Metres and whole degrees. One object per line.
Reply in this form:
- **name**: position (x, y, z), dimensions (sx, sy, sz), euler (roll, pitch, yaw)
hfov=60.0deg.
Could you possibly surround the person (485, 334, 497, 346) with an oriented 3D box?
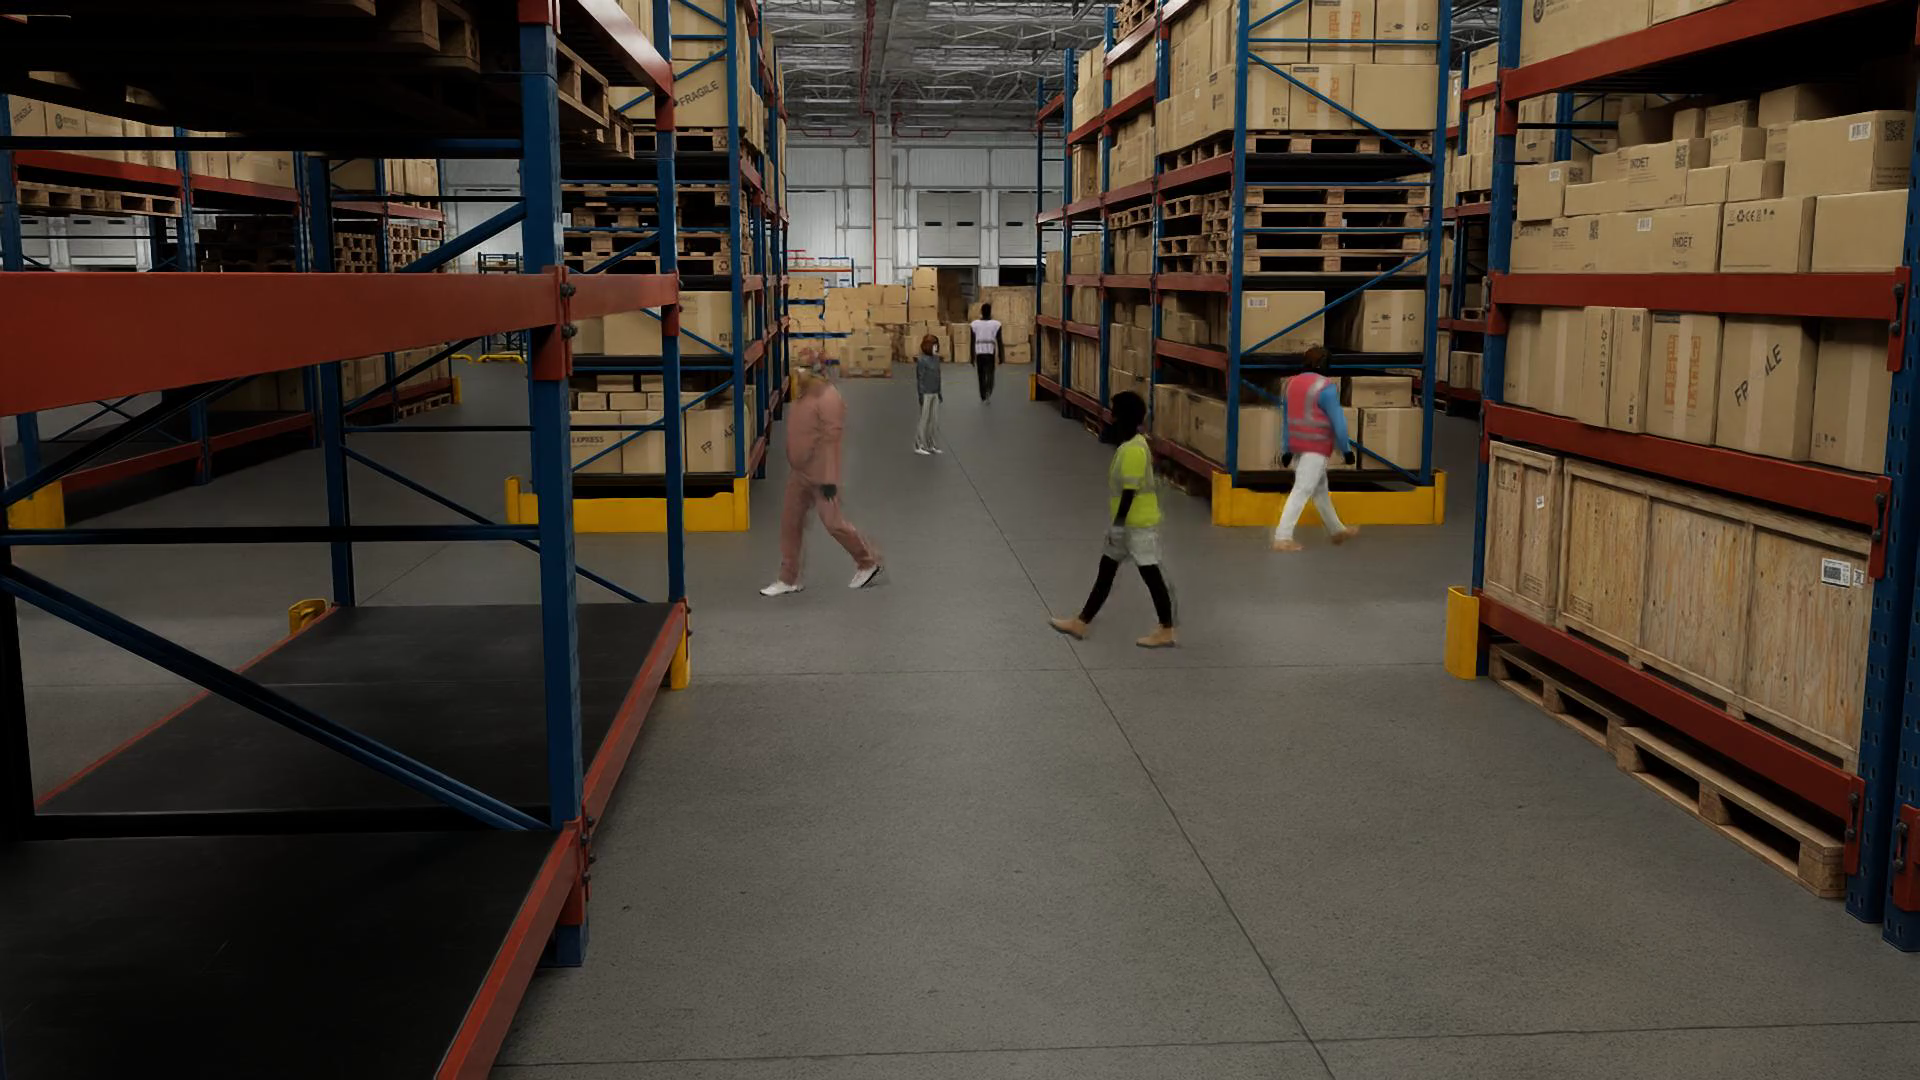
- **person**: position (-15.841, -7.454, 56.113), dimensions (0.606, 1.878, 0.792), euler (4, 10, 26)

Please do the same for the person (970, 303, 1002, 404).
- **person**: position (0.489, -3.481, 31.110), dimensions (0.602, 1.892, 0.838), euler (0, 9, 3)

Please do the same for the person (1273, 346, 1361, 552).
- **person**: position (3.129, -0.793, 14.557), dimensions (0.992, 1.785, 0.627), euler (-3, 10, -19)

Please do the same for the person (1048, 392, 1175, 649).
- **person**: position (1.004, -0.115, 10.660), dimensions (0.847, 1.649, 0.557), euler (0, 9, -1)

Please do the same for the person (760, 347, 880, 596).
- **person**: position (-1.046, -0.524, 12.588), dimensions (0.927, 1.875, 0.652), euler (-6, 11, -34)

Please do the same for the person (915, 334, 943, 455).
- **person**: position (-0.421, -1.952, 22.334), dimensions (0.292, 1.623, 0.501), euler (6, 11, 31)
